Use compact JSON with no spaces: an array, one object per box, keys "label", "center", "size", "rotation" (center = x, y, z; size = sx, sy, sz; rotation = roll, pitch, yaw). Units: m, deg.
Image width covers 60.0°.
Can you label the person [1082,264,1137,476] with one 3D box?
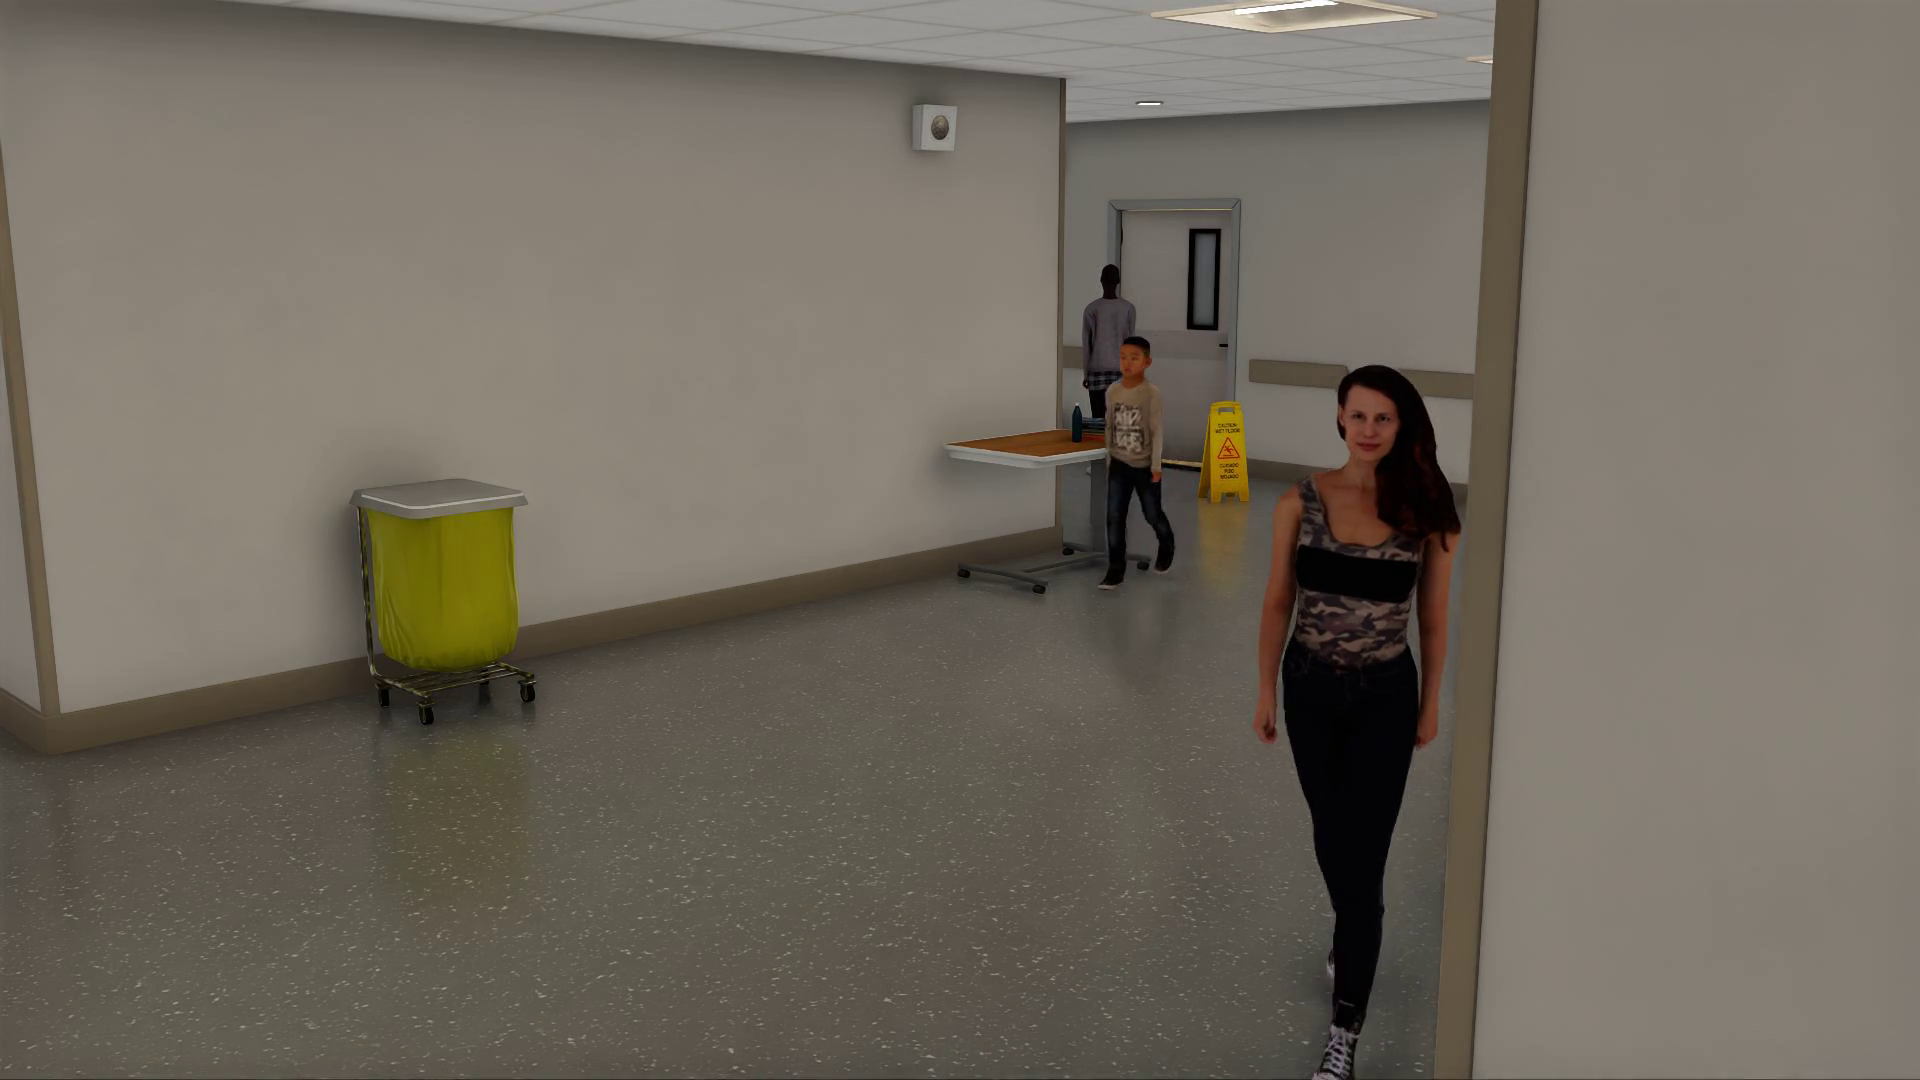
[{"label":"person","center":[1.253,-1.420,13.954],"size":[0.697,1.772,0.730],"rotation":[-1,11,-8]}]

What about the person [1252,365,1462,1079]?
[{"label":"person","center":[1.009,0.435,4.308],"size":[1.190,1.724,0.970],"rotation":[4,12,22]}]

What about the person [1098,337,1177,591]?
[{"label":"person","center":[1.060,-0.439,9.694],"size":[1.006,1.433,0.800],"rotation":[6,12,29]}]
